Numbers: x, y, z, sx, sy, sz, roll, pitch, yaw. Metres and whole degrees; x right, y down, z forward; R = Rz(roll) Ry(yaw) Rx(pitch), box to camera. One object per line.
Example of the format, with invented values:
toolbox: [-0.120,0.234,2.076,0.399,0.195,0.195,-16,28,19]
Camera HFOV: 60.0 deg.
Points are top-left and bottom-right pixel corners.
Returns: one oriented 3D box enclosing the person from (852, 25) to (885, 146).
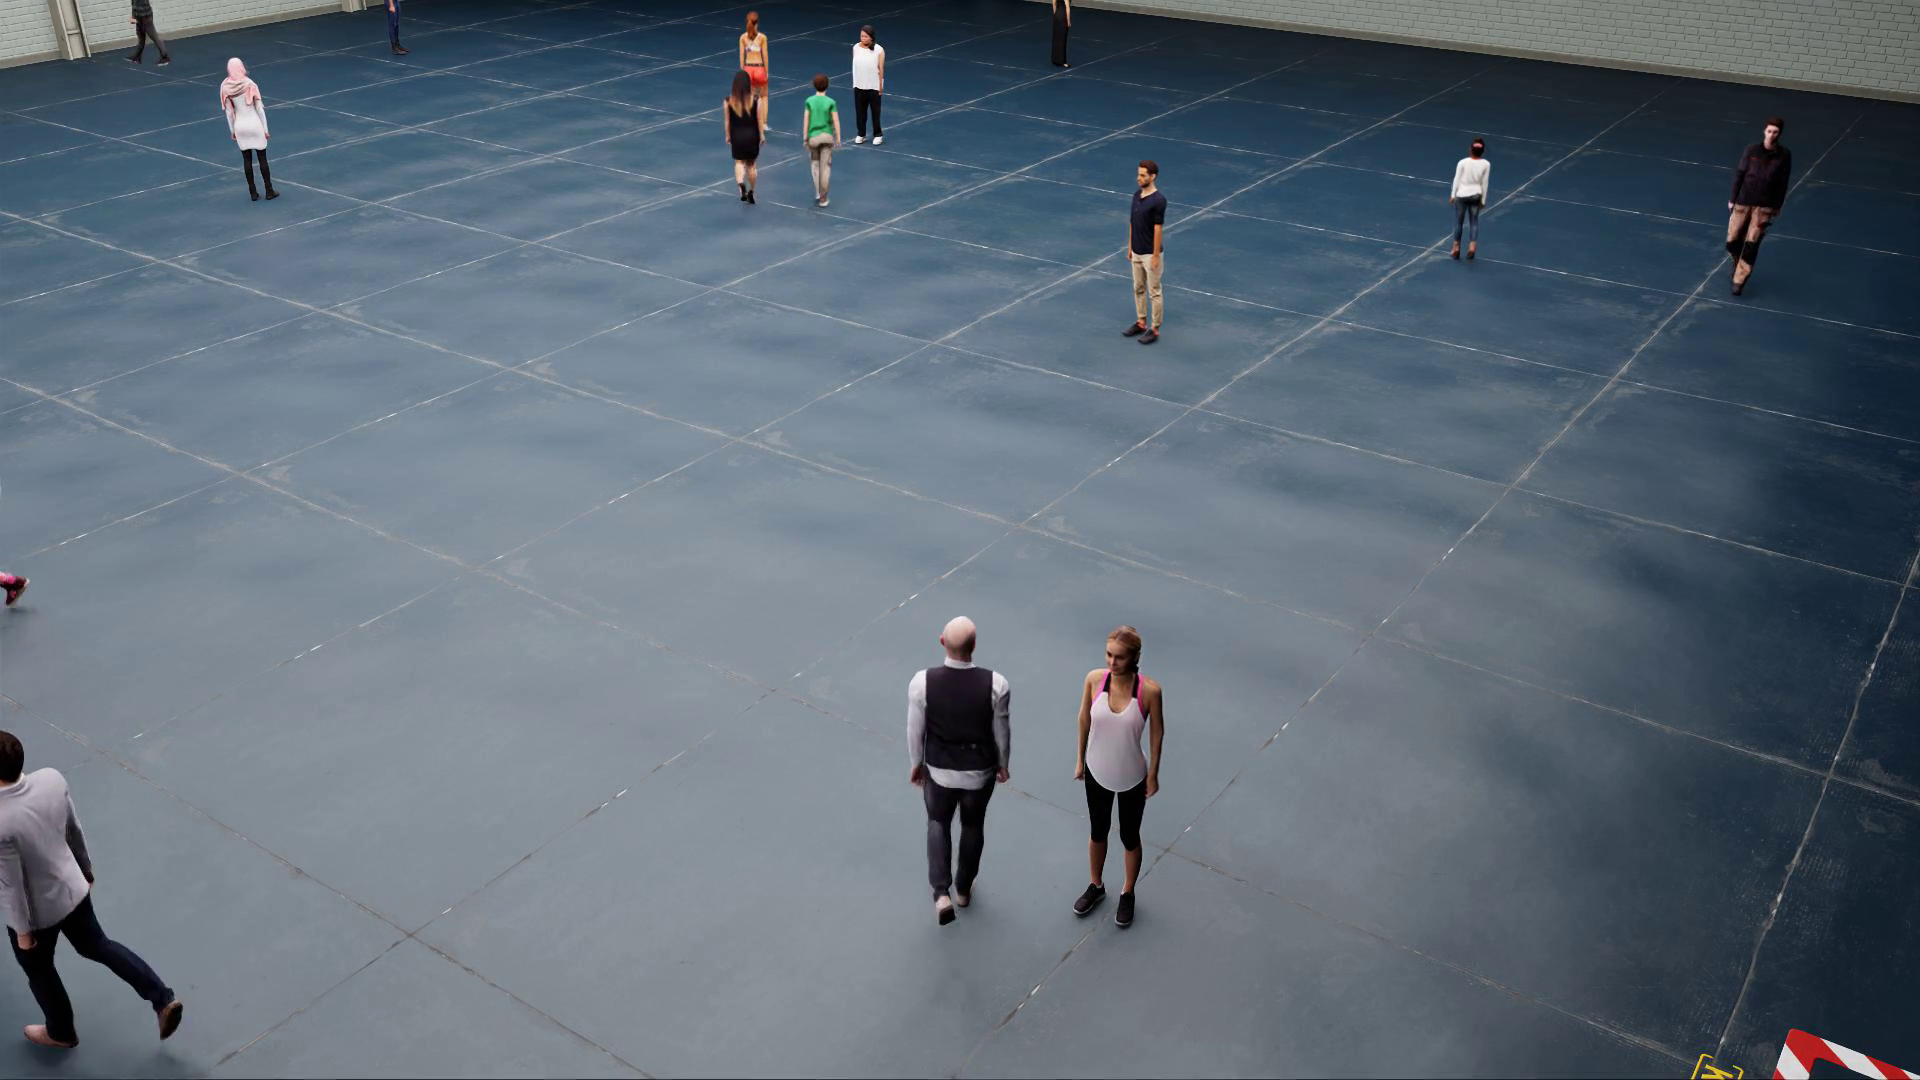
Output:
person: [-1.343,-6.611,24.132,0.690,1.685,0.661,12,30,22]

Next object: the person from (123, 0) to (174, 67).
person: [-13.481,-8.747,27.628,1.112,1.695,0.998,-12,30,-22]

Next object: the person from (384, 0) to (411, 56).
person: [-10.277,-9.706,30.084,0.704,1.740,0.625,-1,27,-1]

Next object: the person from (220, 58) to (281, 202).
person: [-9.173,-5.297,21.452,0.741,1.804,0.795,-4,27,-7]

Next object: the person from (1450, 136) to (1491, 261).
person: [5.879,-3.958,19.236,0.624,1.452,0.652,3,27,5]

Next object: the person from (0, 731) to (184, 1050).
person: [-4.215,1.698,7.835,1.000,1.833,1.133,7,28,13]

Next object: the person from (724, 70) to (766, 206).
person: [-2.718,-5.046,21.084,0.867,1.694,0.930,-3,27,-7]

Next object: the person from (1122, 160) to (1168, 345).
person: [1.899,-2.910,16.761,0.657,1.854,0.686,-18,32,-31]

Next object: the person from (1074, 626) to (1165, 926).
person: [0.836,1.232,8.790,0.651,1.787,0.581,11,29,21]

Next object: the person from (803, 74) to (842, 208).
person: [-1.780,-5.072,21.199,0.798,1.635,0.871,1,27,2]

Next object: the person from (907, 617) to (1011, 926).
person: [-0.011,1.271,8.701,0.985,1.799,1.100,1,27,2]

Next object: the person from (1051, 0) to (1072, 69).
person: [1.756,-9.075,29.007,0.617,1.604,0.641,-18,32,-31]

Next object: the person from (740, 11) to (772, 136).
person: [-3.020,-6.815,24.431,0.737,1.775,0.797,-1,27,-1]

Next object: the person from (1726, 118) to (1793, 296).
person: [8.684,-3.658,18.150,0.777,1.911,1.014,13,30,24]
